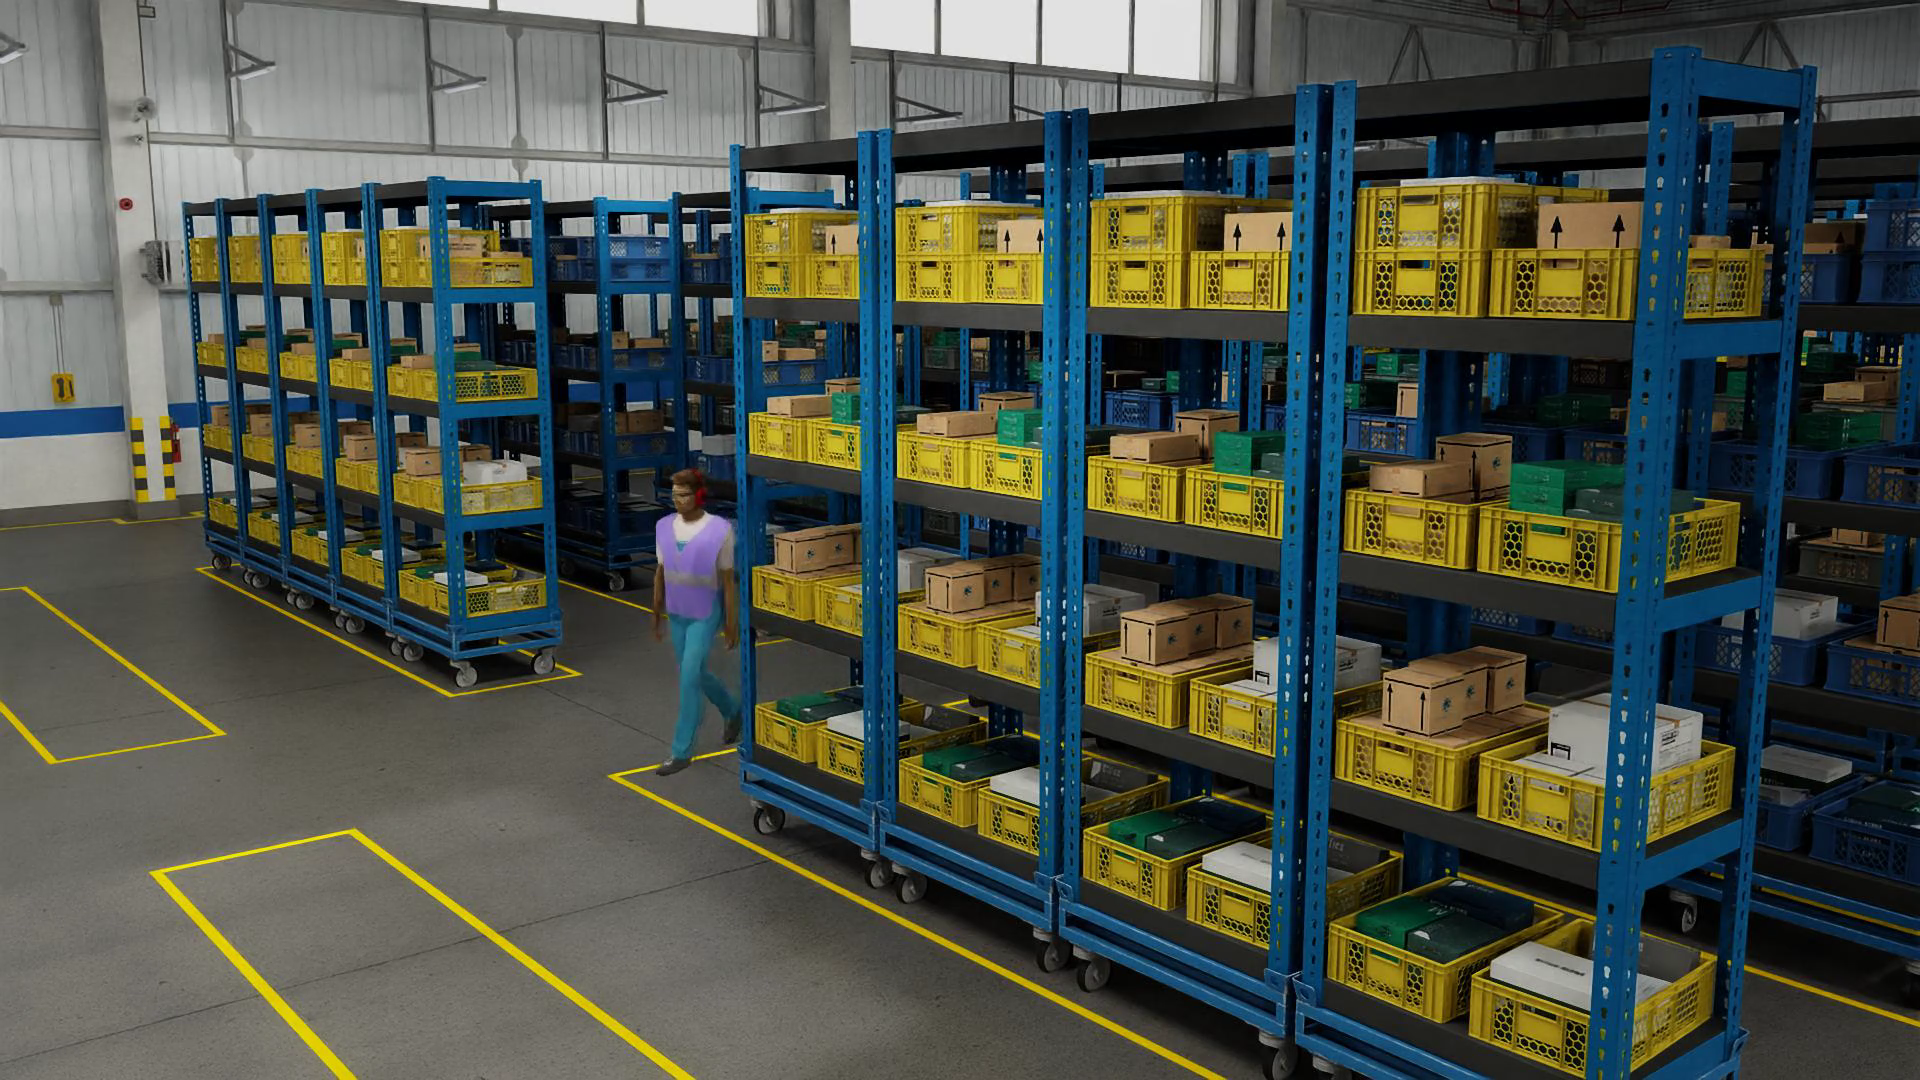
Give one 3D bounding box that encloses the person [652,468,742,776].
[{"bbox_3d":[-1.581,0.450,10.095,0.577,1.815,0.879,6,11,31],"label":"person"}]
